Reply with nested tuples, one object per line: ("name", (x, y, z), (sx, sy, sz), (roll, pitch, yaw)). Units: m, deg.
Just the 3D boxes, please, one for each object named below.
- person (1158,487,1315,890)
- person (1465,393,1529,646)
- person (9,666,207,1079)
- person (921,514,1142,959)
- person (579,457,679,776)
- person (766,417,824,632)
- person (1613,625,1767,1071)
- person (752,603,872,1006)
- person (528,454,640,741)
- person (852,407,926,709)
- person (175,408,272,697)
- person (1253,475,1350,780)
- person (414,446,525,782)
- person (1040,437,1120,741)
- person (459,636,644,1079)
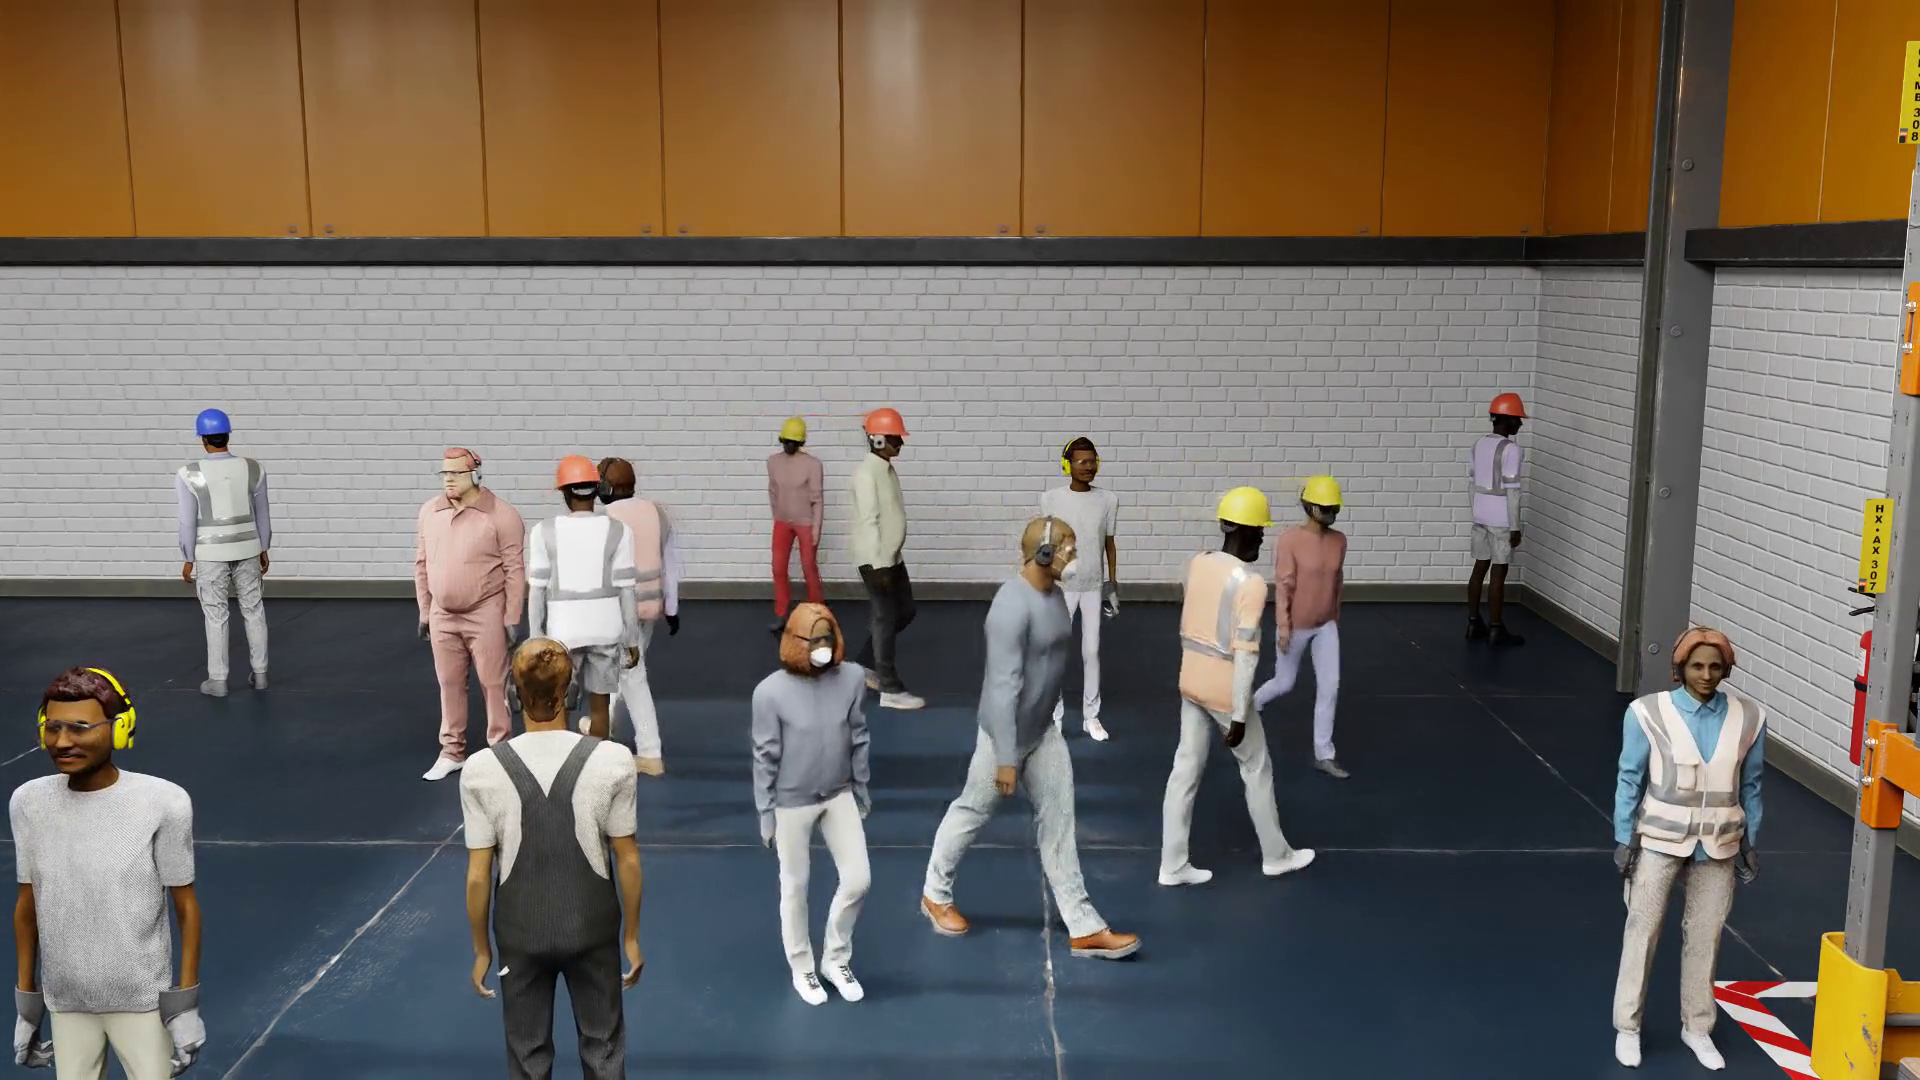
("person", (1.299, 0.689, 7.806), (0.894, 1.883, 0.597), (-6, 11, -31))
("person", (4.126, -0.161, 12.759), (0.376, 1.933, 0.545), (-3, 10, -17))
("person", (-2.297, 1.251, 4.478), (0.514, 1.876, 0.328), (0, 9, -2))
("person", (0.248, 0.828, 7.046), (1.063, 1.873, 0.741), (5, 11, 27))
("person", (-2.018, 0.420, 9.643), (0.916, 1.801, 0.644), (7, 12, 35))
("person", (-1.292, -0.122, 13.137), (0.541, 1.723, 0.704), (4, 10, 22))
("person", (2.626, 1.111, 6.019), (0.523, 1.638, 0.310), (1, 10, 4))
("person", (-0.549, 1.041, 6.480), (0.534, 1.616, 0.458), (-5, 11, -30))
("person", (-1.999, 0.506, 8.852), (0.574, 1.901, 0.651), (-1, 10, -8))
("person", (-0.483, 0.120, 10.913), (0.526, 1.984, 0.640), (3, 10, 16))
("person", (-4.964, 0.083, 11.253), (0.605, 1.948, 0.384), (-9, 13, -43))
("person", (1.961, 0.462, 9.622), (0.536, 1.732, 0.781), (-5, 11, -28))
("person", (-2.764, 0.424, 9.333), (0.639, 1.911, 0.402), (2, 10, 13))
("person", (0.726, 0.303, 10.154), (0.515, 1.877, 0.328), (-1, 10, -8))
("person", (-1.194, 1.193, 4.927), (0.506, 1.840, 0.351), (-2, 10, -10))
